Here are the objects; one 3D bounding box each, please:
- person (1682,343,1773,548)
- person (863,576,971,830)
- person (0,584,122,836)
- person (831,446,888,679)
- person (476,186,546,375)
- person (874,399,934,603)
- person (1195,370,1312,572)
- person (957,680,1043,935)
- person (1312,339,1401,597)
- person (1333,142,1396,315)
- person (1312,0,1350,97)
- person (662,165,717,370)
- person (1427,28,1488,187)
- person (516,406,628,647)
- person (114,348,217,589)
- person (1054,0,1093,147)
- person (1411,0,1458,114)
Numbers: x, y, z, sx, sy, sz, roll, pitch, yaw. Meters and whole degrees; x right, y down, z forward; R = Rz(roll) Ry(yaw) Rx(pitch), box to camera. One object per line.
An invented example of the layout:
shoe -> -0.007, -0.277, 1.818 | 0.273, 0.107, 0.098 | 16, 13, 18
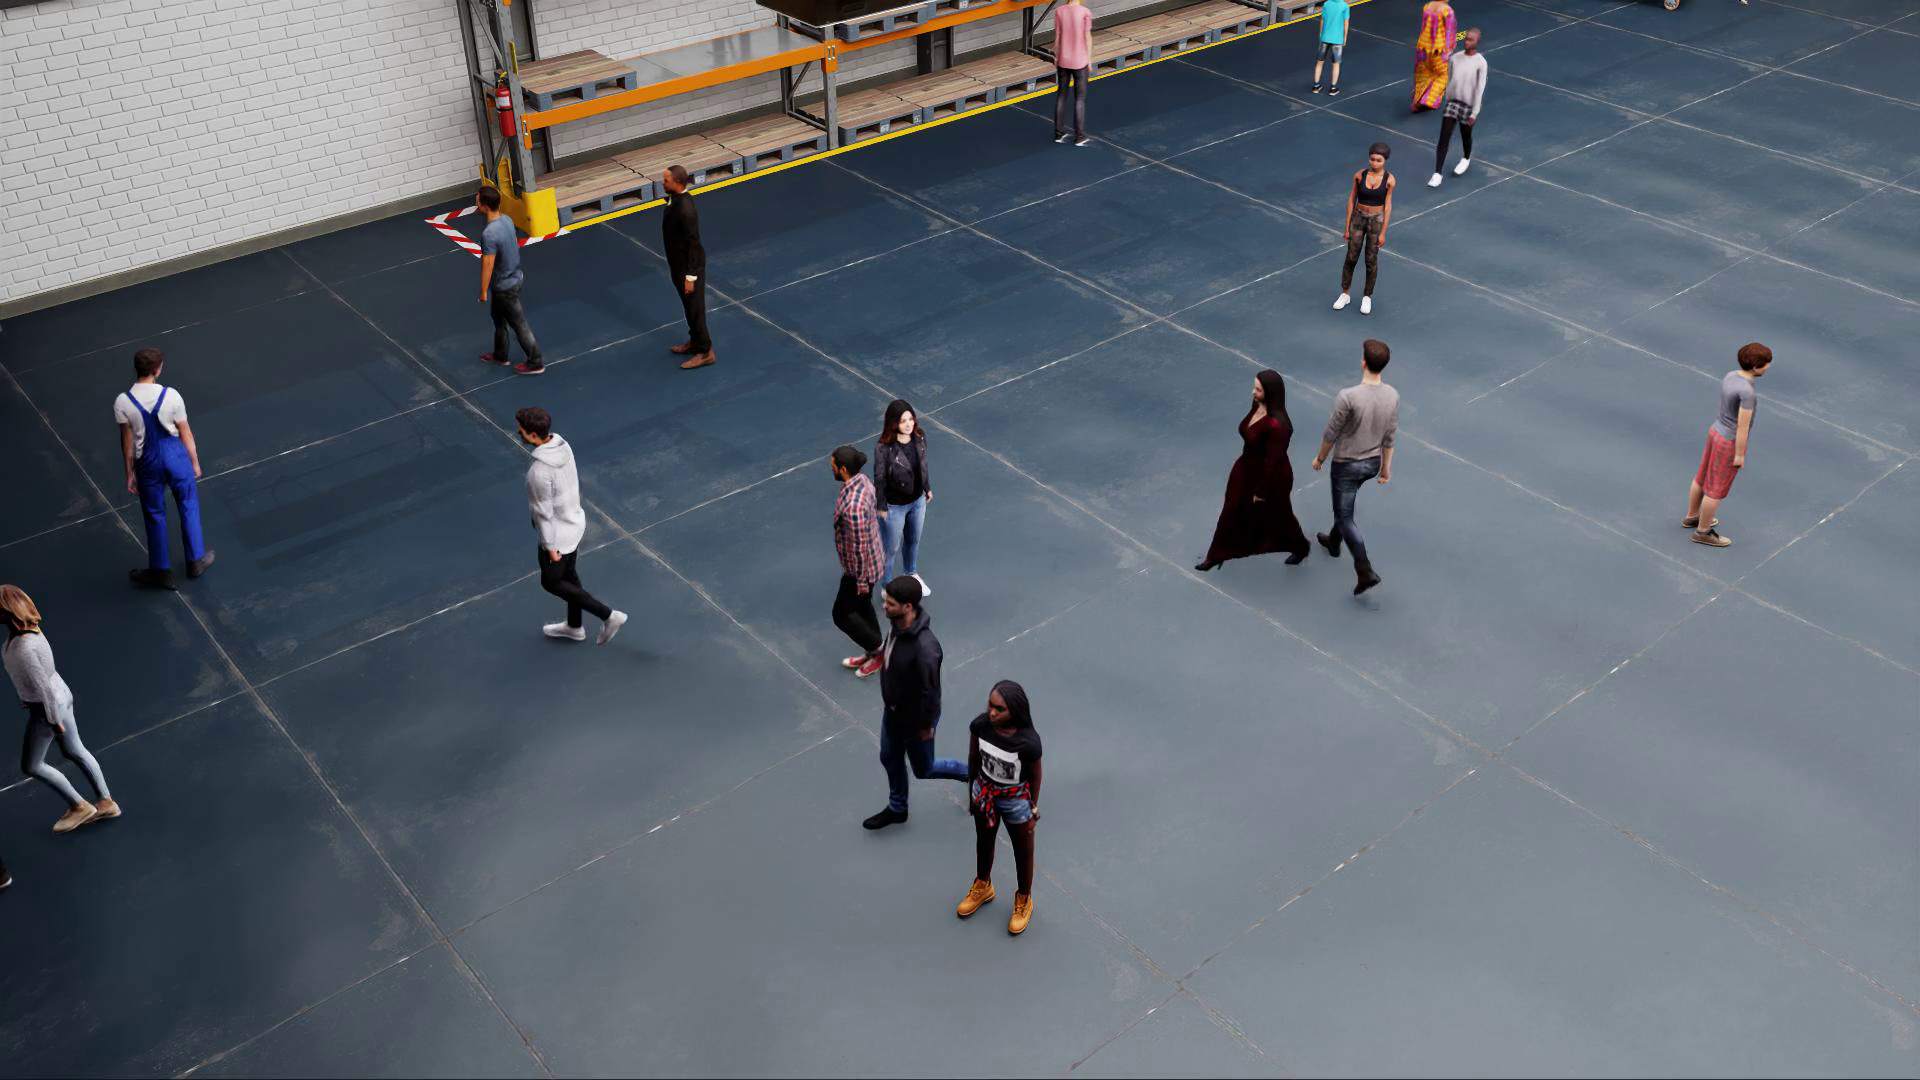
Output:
person -> 5.845, -0.749, 12.689 | 0.712, 1.651, 0.659 | 1, 34, 2
person -> -0.192, 0.977, 9.895 | 1.148, 1.870, 0.873 | -13, 36, -19
person -> -5.367, 0.988, 9.956 | 0.728, 1.784, 0.689 | -12, 35, -17
person -> -0.598, 0.148, 11.258 | 0.860, 1.741, 0.813 | -1, 34, -2
person -> -3.980, -2.295, 14.887 | 1.033, 1.792, 0.973 | 3, 34, 4
person -> -0.419, -0.276, 11.992 | 0.491, 1.634, 0.685 | -26, 42, -34
person -> 2.327, -0.457, 12.201 | 1.219, 1.705, 0.961 | -8, 34, -12
person -> 0.248, 1.468, 9.284 | 0.693, 1.727, 0.703 | 17, 37, 24
person -> 2.924, -0.494, 12.112 | 1.225, 1.866, 0.997 | -13, 36, -19
person -> 3.939, -3.036, 16.083 | 0.655, 1.703, 0.669 | 13, 36, 19
person -> 4.820, -6.519, 21.554 | 0.577, 1.447, 0.581 | 16, 37, 23
person -> -2.470, -2.488, 15.076 | 0.757, 1.904, 0.773 | -9, 35, -14
person -> 5.752, -4.933, 18.912 | 0.786, 1.730, 1.192 | 25, 41, 32
person -> -2.652, -0.061, 11.420 | 1.048, 1.909, 1.002 | 5, 34, 7
person -> -5.881, -0.506, 12.167 | 0.700, 1.824, 0.979 | -22, 39, -29
person -> 1.335, -5.718, 19.889 | 0.705, 1.957, 0.695 | 14, 36, 20
person -> 5.905, -6.151, 20.810 | 0.763, 1.658, 0.696 | -19, 38, -27
